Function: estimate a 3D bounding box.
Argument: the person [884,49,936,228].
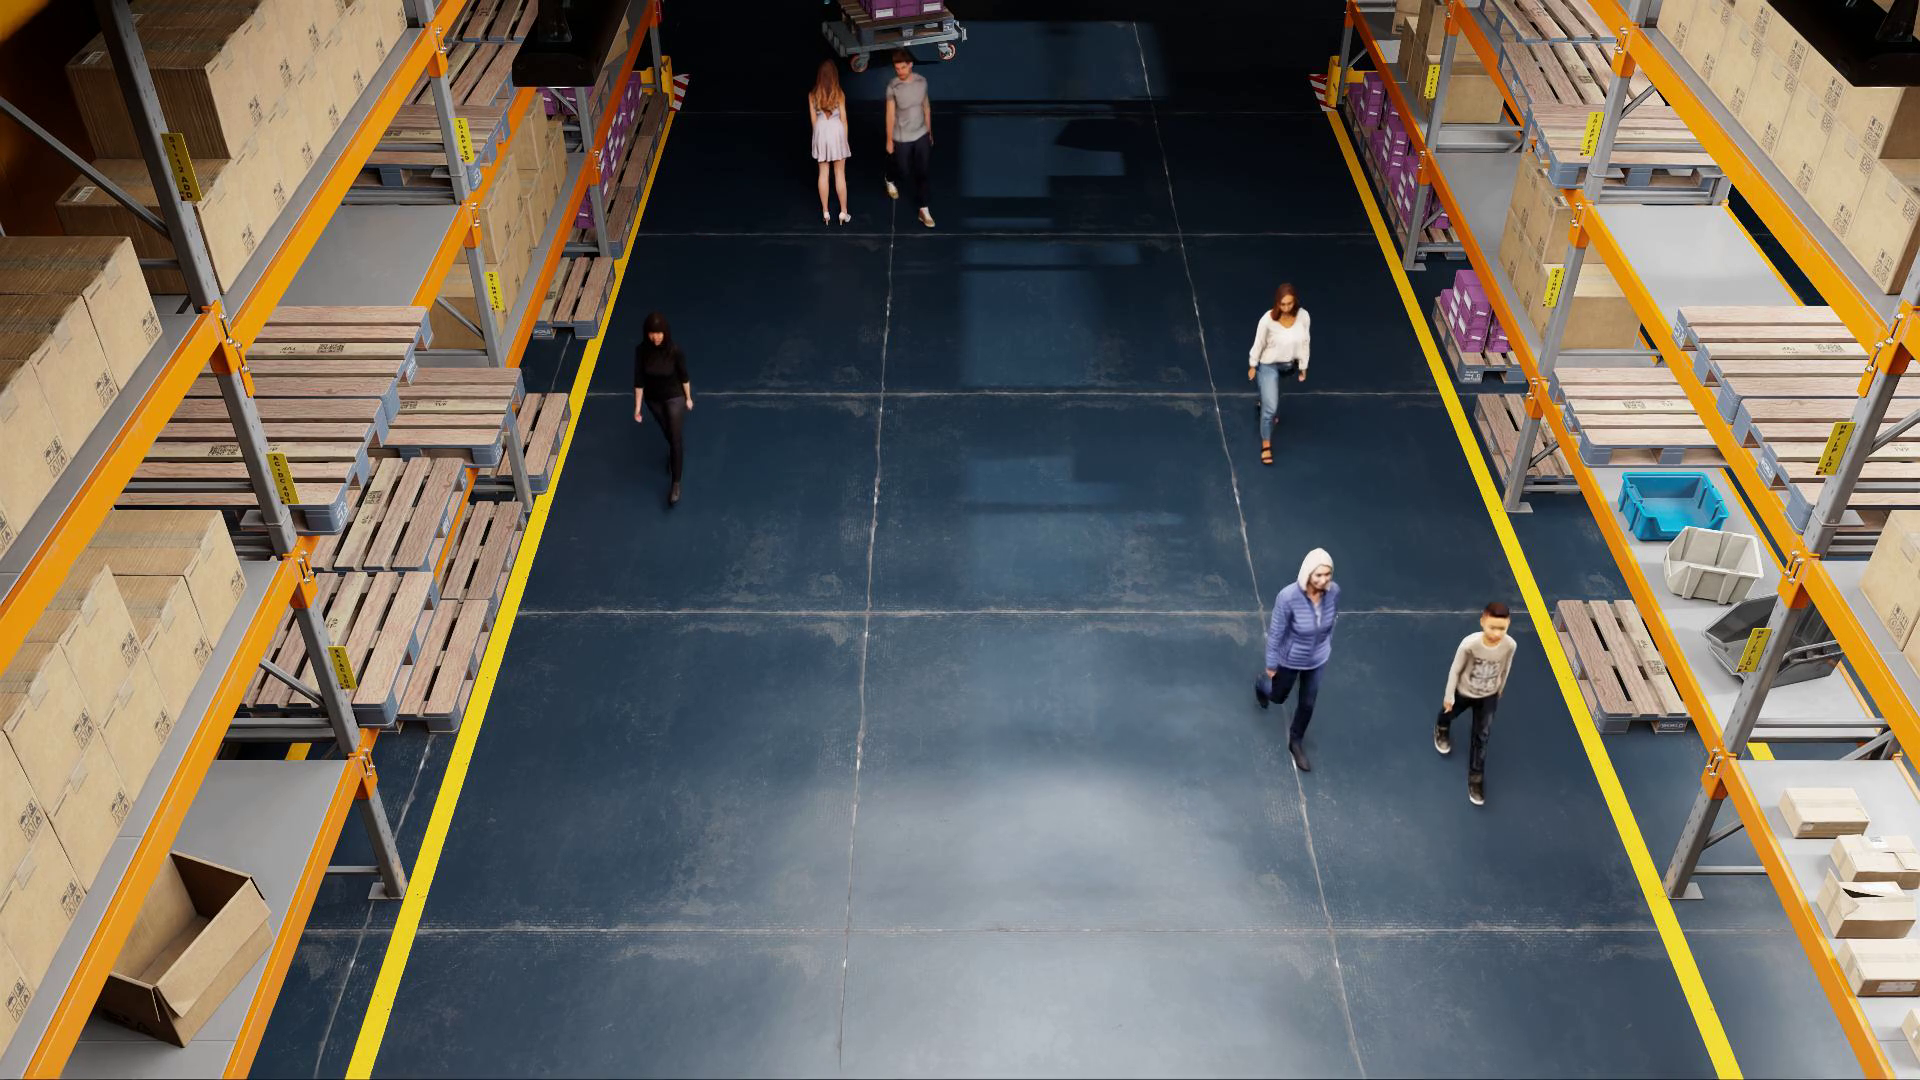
[{"bbox_3d":[-0.571,-4.178,17.104,1.008,1.852,1.219,-20,43,-23],"label":"person"}]

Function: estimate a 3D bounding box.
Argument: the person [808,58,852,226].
[{"bbox_3d":[-1.331,-4.059,17.021,0.594,1.769,0.611,5,39,7],"label":"person"}]

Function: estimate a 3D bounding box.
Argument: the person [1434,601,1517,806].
[{"bbox_3d":[3.388,0.950,11.021,0.563,1.429,0.970,0,39,1],"label":"person"}]

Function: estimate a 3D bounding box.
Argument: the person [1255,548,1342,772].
[{"bbox_3d":[2.237,0.709,11.087,0.799,1.723,1.050,-9,40,-11],"label":"person"}]

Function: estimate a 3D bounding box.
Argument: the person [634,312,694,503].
[{"bbox_3d":[-2.394,-1.190,13.559,0.633,1.605,1.034,3,39,4],"label":"person"}]

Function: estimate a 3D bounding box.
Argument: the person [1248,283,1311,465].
[{"bbox_3d":[2.656,-1.490,13.915,0.798,1.630,1.050,-12,40,-14],"label":"person"}]
